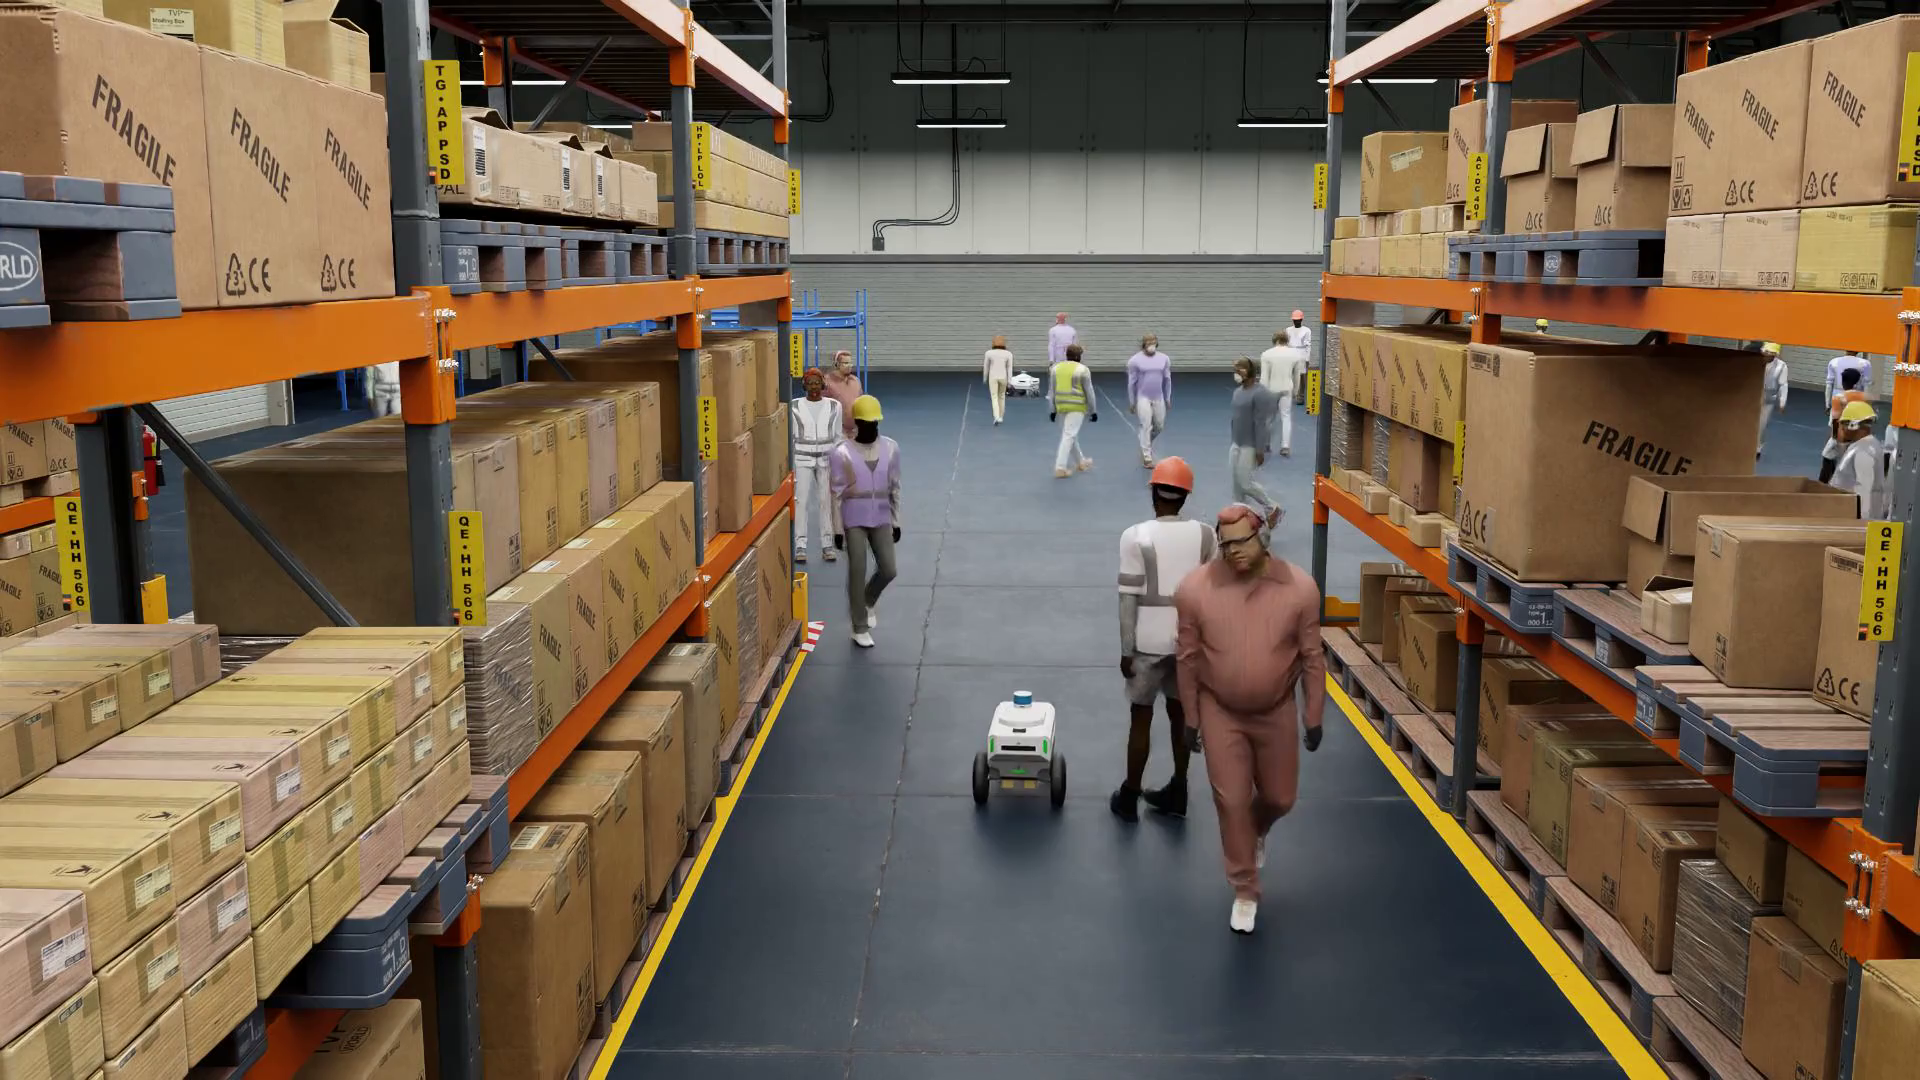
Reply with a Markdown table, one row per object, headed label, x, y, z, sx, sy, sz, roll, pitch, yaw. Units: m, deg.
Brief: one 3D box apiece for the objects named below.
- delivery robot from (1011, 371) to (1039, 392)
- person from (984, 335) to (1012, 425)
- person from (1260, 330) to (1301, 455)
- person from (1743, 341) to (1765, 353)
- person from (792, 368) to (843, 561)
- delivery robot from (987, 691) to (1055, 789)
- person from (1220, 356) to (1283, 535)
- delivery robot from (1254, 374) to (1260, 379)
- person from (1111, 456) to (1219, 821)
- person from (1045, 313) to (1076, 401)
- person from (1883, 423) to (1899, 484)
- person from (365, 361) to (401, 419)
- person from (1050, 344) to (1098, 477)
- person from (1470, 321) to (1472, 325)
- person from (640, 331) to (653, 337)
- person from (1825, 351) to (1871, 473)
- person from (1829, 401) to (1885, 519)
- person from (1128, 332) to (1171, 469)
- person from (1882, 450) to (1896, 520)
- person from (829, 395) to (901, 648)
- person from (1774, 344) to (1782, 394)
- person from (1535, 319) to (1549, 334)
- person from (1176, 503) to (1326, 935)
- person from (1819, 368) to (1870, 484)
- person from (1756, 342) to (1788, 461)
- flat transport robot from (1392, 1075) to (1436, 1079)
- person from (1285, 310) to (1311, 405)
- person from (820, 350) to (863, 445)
| label | x | y | z | sx | sy | sz | roll | pitch | yaw |
| --- | --- | --- | --- | --- | --- | --- | --- | --- | --- |
| delivery robot | 1.377 | -3.432 | 36.192 | 0.707 | 0.478 | 0.477 | 9 | 13 | 42 |
| person | 0.694 | -2.888 | 29.969 | 0.500 | 1.599 | 0.804 | -1 | 10 | -6 |
| person | 4.865 | -2.256 | 25.331 | 0.655 | 1.884 | 1.041 | -1 | 10 | -6 |
| person | 12.476 | -2.451 | 26.192 | 0.610 | 1.986 | 0.392 | -6 | 11 | -30 |
| person | -1.422 | -0.738 | 16.237 | 0.584 | 1.882 | 0.349 | -2 | 10 | -13 |
| delivery robot | 0.344 | 1.078 | 9.177 | 0.477 | 0.478 | 0.707 | 1 | 10 | 6 |
| person | 3.075 | -0.981 | 17.581 | 0.569 | 1.919 | 0.642 | -3 | 10 | -18 |
| delivery robot | 6.268 | -3.388 | 35.138 | 0.335 | 0.223 | 0.698 | 6 | 11 | 34 |
| person | 1.075 | 0.521 | 8.726 | 0.552 | 1.911 | 0.442 | -3 | 10 | -16 |
| person | 2.122 | -3.805 | 34.707 | 0.669 | 1.864 | 1.005 | -4 | 10 | -23 |
| person | 9.202 | -0.607 | 16.066 | 0.537 | 1.683 | 0.541 | 8 | 12 | 39 |
| person | -8.456 | -2.128 | 24.546 | 0.639 | 1.893 | 1.018 | -6 | 11 | -33 |
| person | 1.592 | -1.782 | 22.758 | 0.644 | 1.787 | 0.971 | 9 | 13 | 42 |
| person | 11.704 | -4.270 | 37.961 | 0.319 | 1.693 | 0.532 | -7 | 12 | -37 |
| person | -8.223 | -5.413 | 43.895 | 0.537 | 2.000 | 0.683 | 8 | 12 | 38 |
| person | 12.257 | -1.889 | 22.967 | 0.553 | 1.935 | 0.362 | 8 | 12 | 40 |
| person | 7.361 | -0.233 | 13.497 | 0.840 | 1.796 | 0.586 | 6 | 11 | 33 |
| person | 2.681 | -2.010 | 23.753 | 0.636 | 1.923 | 0.694 | -2 | 10 | -13 |
| person | 7.983 | -0.223 | 14.030 | 0.873 | 1.594 | 0.514 | -6 | 11 | -31 |
| person | -0.726 | -0.157 | 12.664 | 0.591 | 1.916 | 0.518 | -5 | 11 | -26 |
| person | 17.090 | -3.757 | 35.056 | 0.536 | 1.626 | 0.371 | -7 | 12 | -38 |
| person | 11.912 | -3.679 | 34.202 | 0.328 | 1.767 | 0.532 | -5 | 11 | -27 |
| person | 1.284 | 0.741 | 7.434 | 0.655 | 1.876 | 0.715 | 1 | 10 | 6 |
| person | 10.698 | -1.248 | 20.009 | 0.533 | 1.649 | 0.864 | -2 | 10 | -12 |
| person | 11.742 | -2.039 | 24.309 | 0.623 | 1.789 | 0.667 | 5 | 11 | 28 |
| flat transport robot | 1.750 | 1.986 | 4.866 | 0.652 | 0.197 | 1.431 | 0 | 9 | -2 |
| person | 6.891 | -3.743 | 34.079 | 0.551 | 1.933 | 0.378 | 6 | 11 | 32 |
| person | -1.315 | -1.253 | 19.333 | 0.690 | 1.885 | 0.659 | 7 | 12 | 37 |
